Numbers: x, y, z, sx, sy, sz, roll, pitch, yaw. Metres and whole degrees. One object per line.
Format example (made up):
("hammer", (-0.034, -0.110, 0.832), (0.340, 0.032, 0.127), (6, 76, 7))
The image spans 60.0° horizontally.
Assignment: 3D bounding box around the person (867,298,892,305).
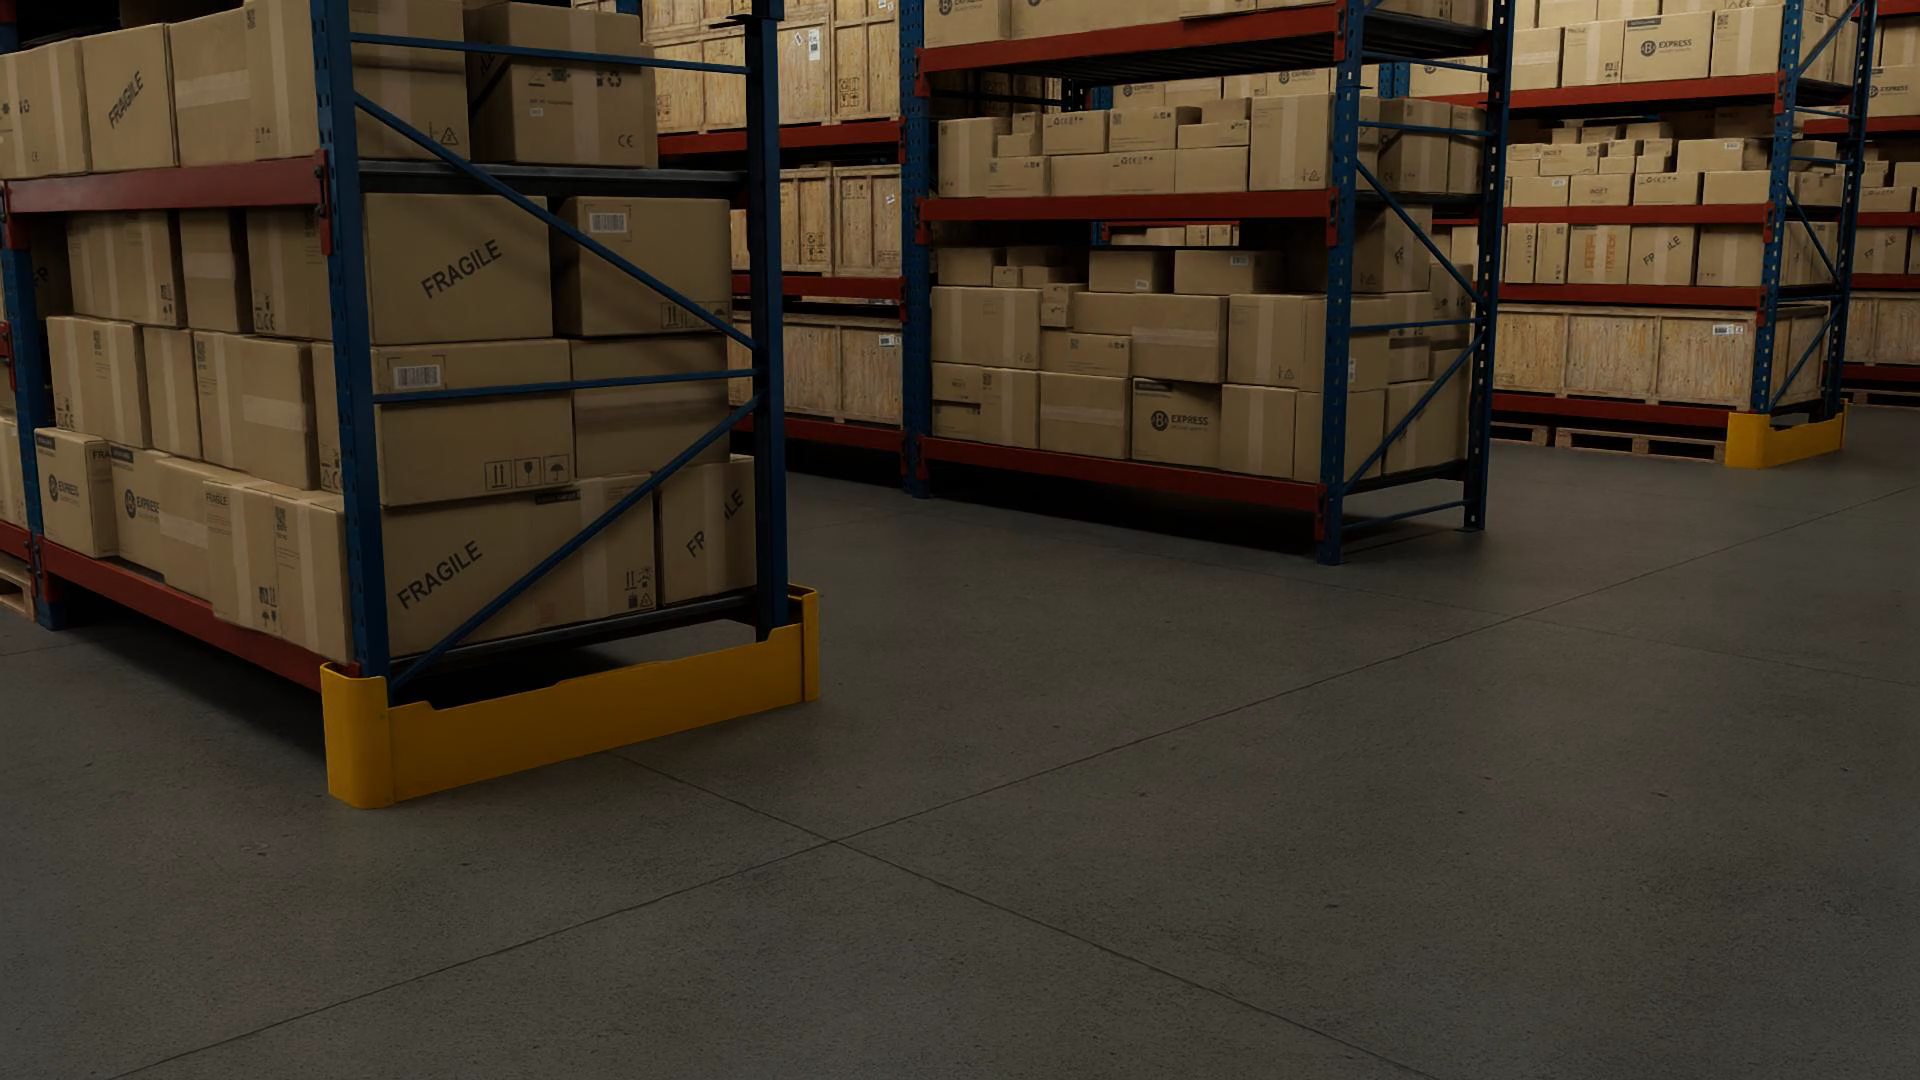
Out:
("person", (-1.070, -2.795, 21.669), (0.364, 1.933, 0.551), (4, 11, 19))
